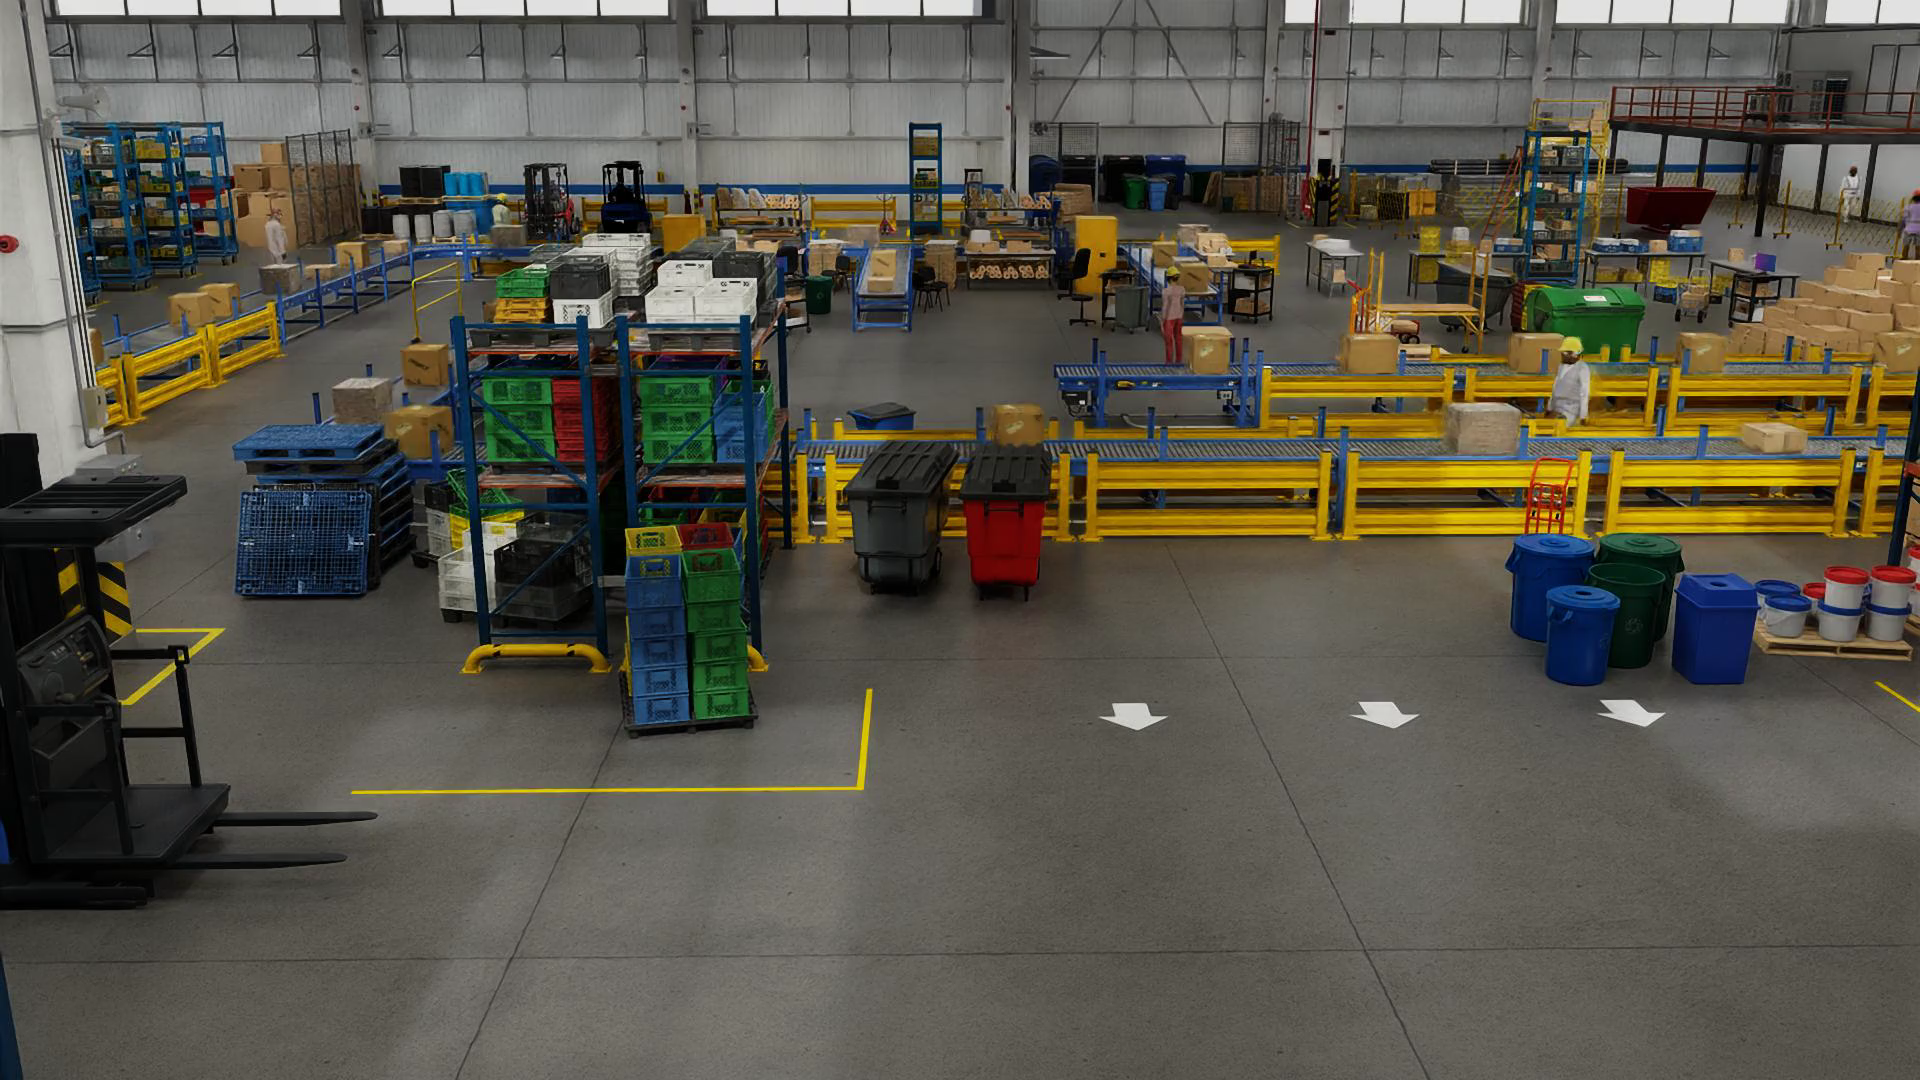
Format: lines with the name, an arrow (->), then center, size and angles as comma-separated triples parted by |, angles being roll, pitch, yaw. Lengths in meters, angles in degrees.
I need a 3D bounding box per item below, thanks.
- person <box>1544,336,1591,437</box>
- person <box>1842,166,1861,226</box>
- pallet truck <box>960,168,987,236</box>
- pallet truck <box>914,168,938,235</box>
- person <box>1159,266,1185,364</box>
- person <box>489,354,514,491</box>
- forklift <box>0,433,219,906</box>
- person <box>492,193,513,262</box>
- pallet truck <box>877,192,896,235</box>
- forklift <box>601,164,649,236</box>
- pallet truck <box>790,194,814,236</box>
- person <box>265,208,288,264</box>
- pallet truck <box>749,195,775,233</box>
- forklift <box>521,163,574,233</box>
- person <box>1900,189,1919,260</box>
person -> 7.422, -1.621, 20.625 | 0.818, 1.798, 0.612 | -1, 16, -5
person -> 28.357, -10.965, 52.984 | 0.593, 1.873, 0.520 | -1, 16, -2
pallet truck -> 0.383, -10.230, 50.206 | 0.823, 1.965, 1.885 | -1, 16, -3
pallet truck -> -0.989, -10.316, 50.507 | 0.823, 1.965, 1.885 | 1, 16, 3
person -> 3.549, -3.702, 27.926 | 0.524, 1.769, 0.315 | -12, 20, -37
person -> -5.550, -1.447, 20.211 | 0.318, 1.698, 0.536 | 1, 16, 4
forklift -> -5.952, 0.780, 10.366 | 1.873, 2.768, 1.129 | 0, 16, -1
person -> -11.796, -8.006, 42.806 | 0.607, 1.818, 0.541 | 11, 19, 34
pallet truck -> -2.277, -9.986, 50.594 | 0.653, 1.274, 1.630 | 0, 16, -1
forklift -> -9.948, -10.127, 49.296 | 1.157, 1.987, 2.680 | -1, 16, -3
pallet truck -> -4.814, -9.883, 50.259 | 0.704, 1.261, 1.522 | -1, 16, -3
person -> -15.314, -6.497, 37.409 | 0.402, 1.901, 0.639 | -14, 21, -40
pallet truck -> -6.051, -9.967, 50.660 | 0.680, 1.201, 1.601 | 0, 16, -1
forklift -> -12.233, -10.122, 49.298 | 1.157, 1.987, 2.680 | 0, 16, -1
person -> 23.641, -7.660, 41.208 | 0.621, 2.035, 0.395 | 7, 17, 23
